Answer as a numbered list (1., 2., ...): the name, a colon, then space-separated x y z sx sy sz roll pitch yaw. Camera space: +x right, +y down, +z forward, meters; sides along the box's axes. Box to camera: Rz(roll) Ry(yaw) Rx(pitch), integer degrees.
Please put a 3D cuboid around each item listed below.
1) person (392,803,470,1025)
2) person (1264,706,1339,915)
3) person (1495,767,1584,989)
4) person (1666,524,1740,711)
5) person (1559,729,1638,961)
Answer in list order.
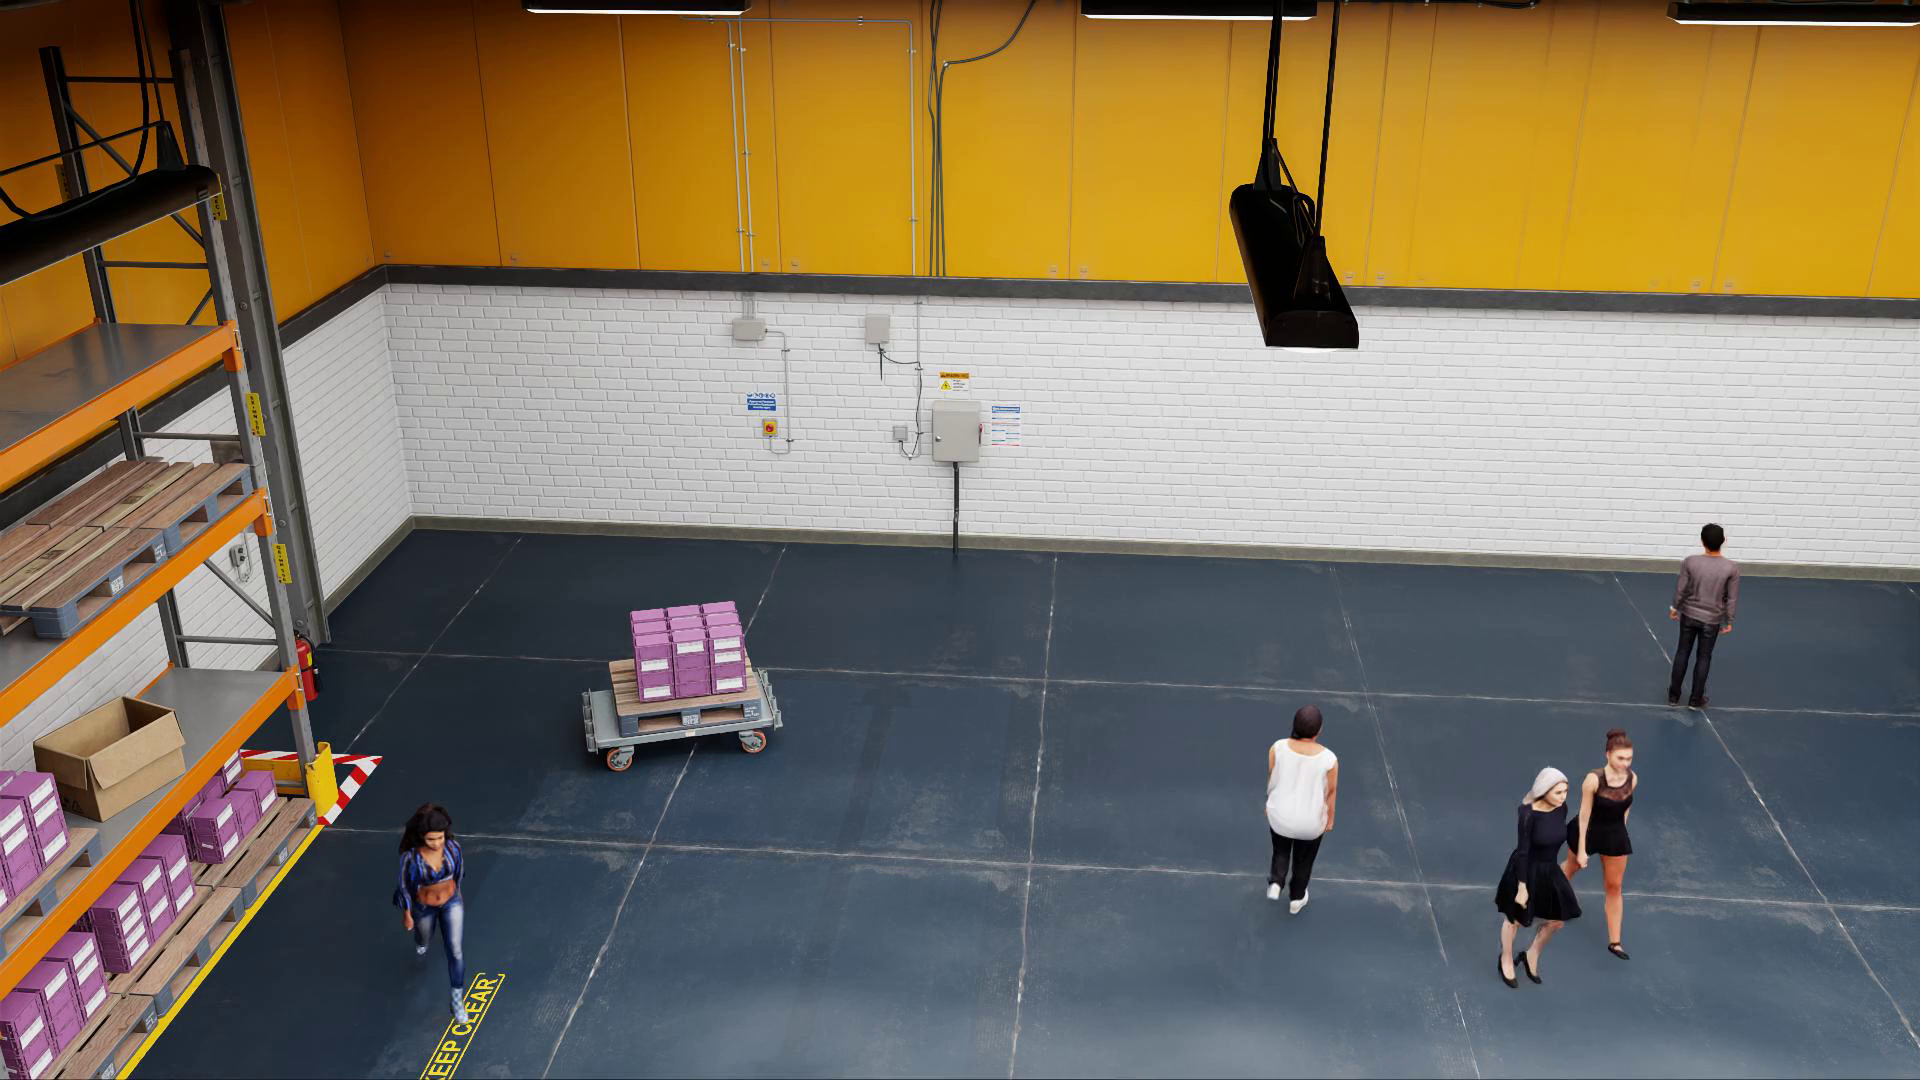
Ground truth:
1. person: -3.522 2.410 11.118 1.042 1.579 1.201 -12 26 -26
2. person: 2.416 1.974 11.995 0.750 1.674 0.755 12 26 25
3. person: 3.811 2.259 11.266 0.774 1.737 0.827 -10 25 -21
4. person: 6.599 0.683 14.833 0.759 1.767 0.716 11 26 24
5. person: 4.498 2.072 11.831 0.752 1.627 1.151 -3 24 -6
